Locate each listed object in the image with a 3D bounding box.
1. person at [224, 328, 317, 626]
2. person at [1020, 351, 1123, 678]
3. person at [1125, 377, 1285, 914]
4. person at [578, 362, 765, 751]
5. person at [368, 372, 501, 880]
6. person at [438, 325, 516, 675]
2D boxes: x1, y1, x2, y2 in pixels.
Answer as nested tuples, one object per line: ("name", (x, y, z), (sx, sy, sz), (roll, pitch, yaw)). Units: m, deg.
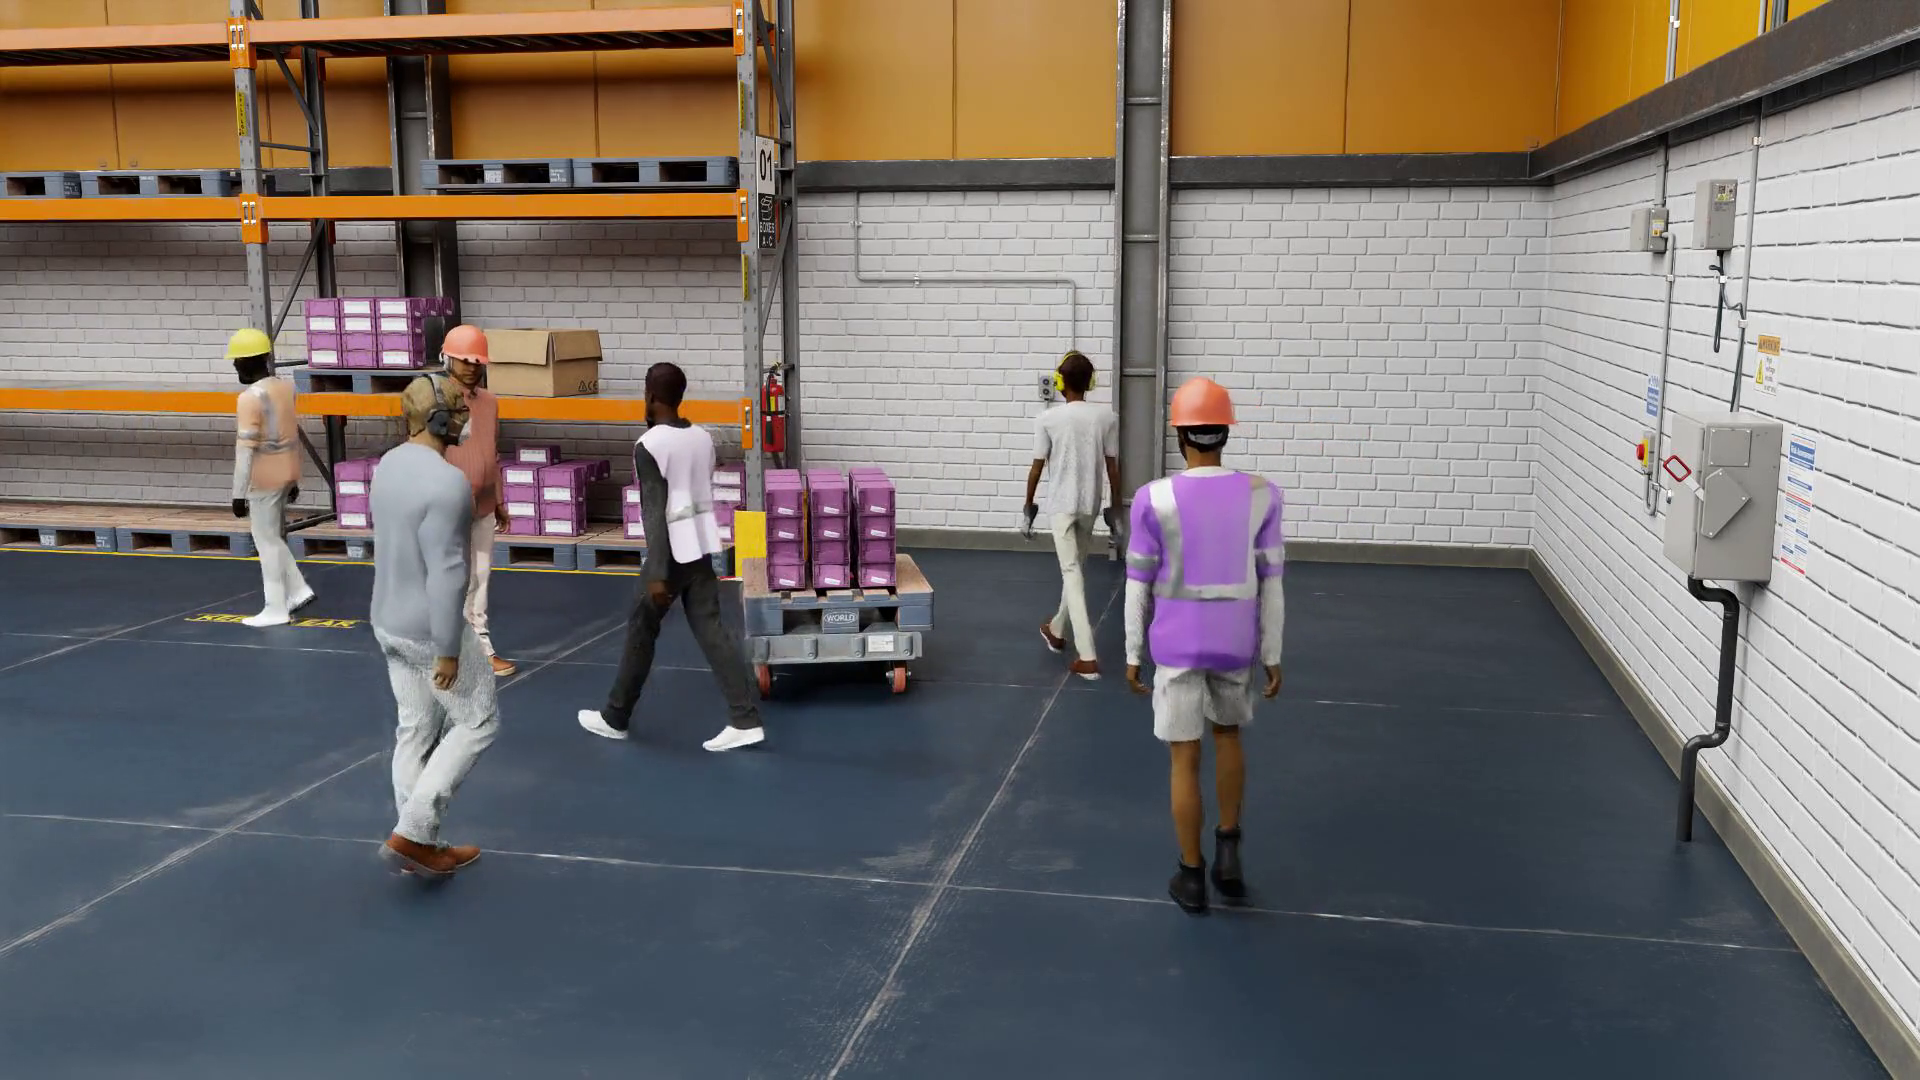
("person", (-4.426, -0.385, 10.589), (0.401, 1.914, 0.621), (0, 9, 3))
("person", (0.620, -0.168, 9.592), (0.551, 1.812, 0.961), (-3, 10, -19))
("person", (0.867, 0.377, 6.012), (0.559, 1.918, 0.501), (-1, 9, -7))
("person", (-1.367, 0.082, 8.005), (1.036, 1.851, 0.607), (4, 10, 23))
("person", (-1.965, 0.339, 6.200), (0.418, 1.925, 0.633), (-9, 13, -44))
("person", (-2.730, -0.189, 9.208), (0.391, 1.987, 0.608), (5, 10, 26))
